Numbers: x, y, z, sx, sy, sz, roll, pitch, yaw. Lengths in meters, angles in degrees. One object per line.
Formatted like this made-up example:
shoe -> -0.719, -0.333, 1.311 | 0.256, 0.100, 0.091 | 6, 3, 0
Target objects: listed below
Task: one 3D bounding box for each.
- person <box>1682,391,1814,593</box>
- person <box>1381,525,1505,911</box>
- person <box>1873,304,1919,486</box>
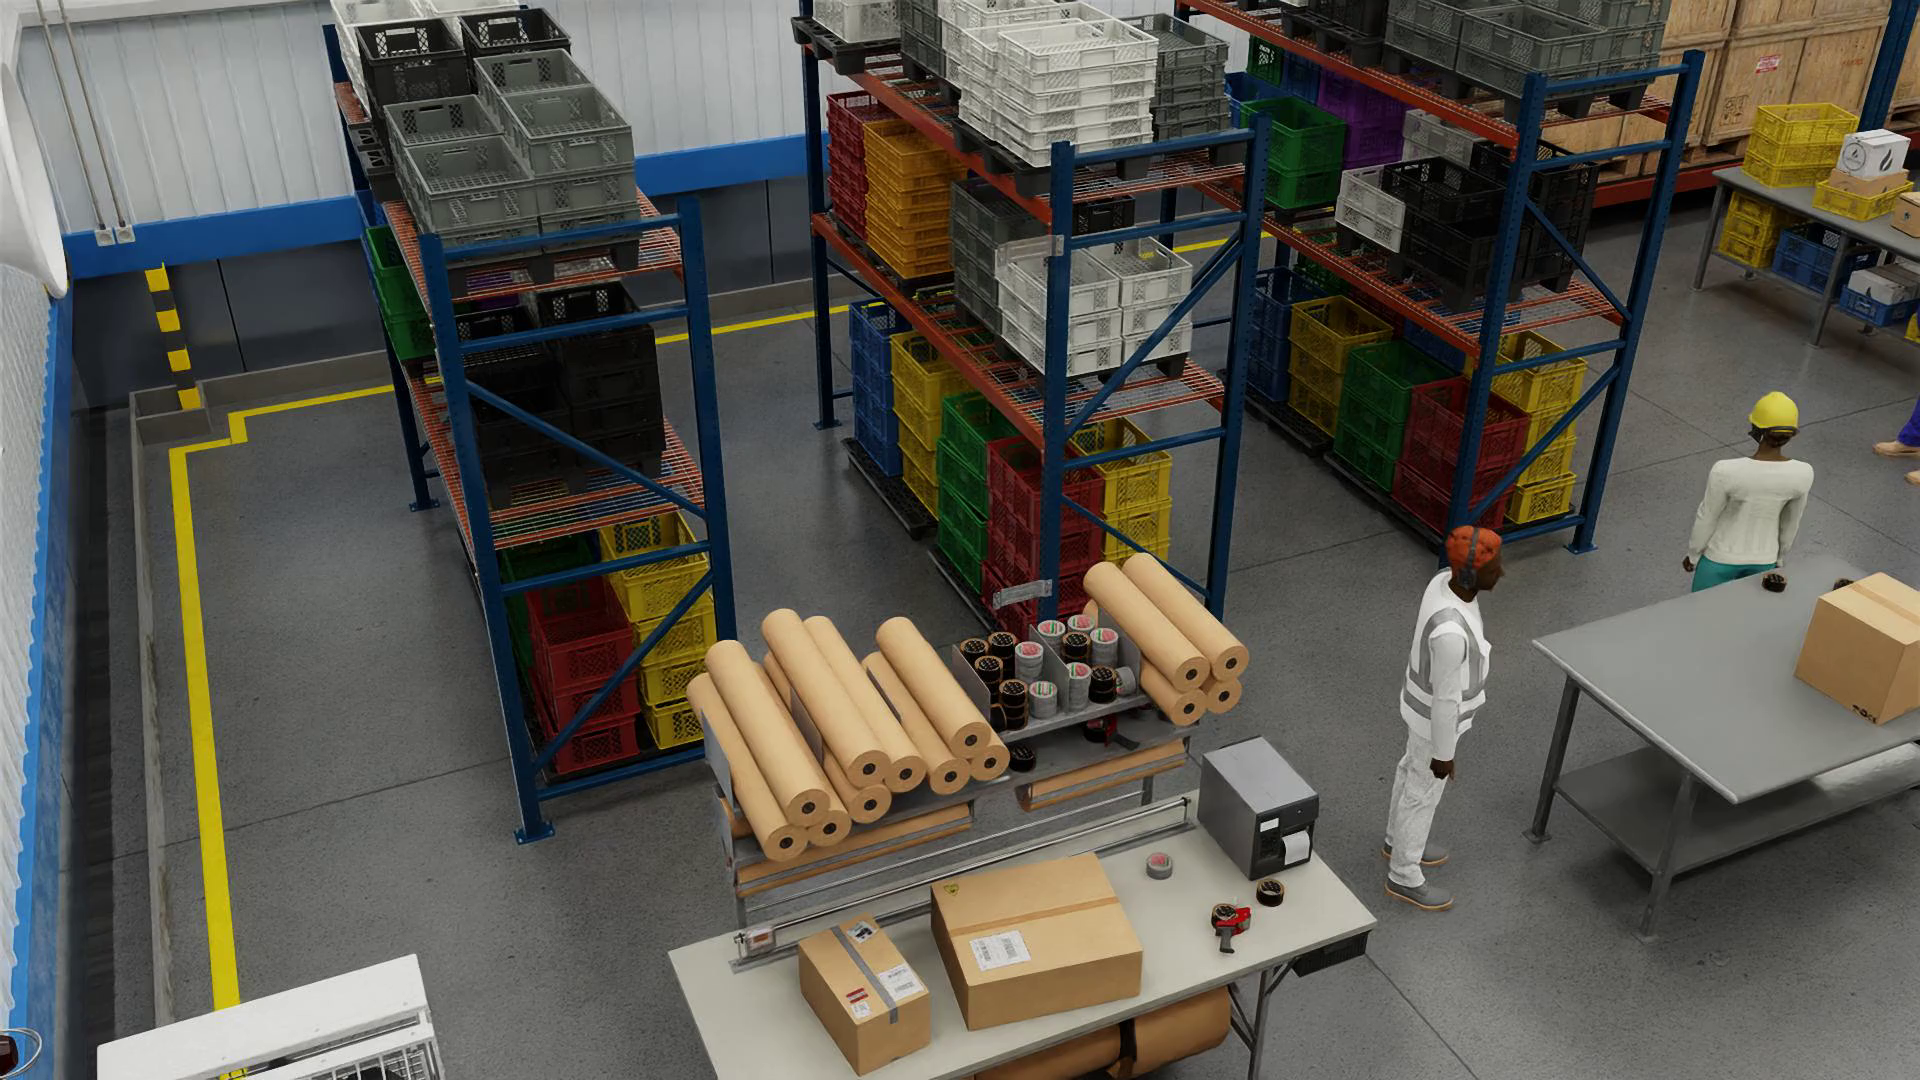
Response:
person -> 3.945, 0.064, 8.447 | 0.516, 1.756, 0.337 | -1, 32, -1
person -> 2.082, 0.761, 7.196 | 0.355, 1.882, 0.574 | 6, 32, 10
person -> 6.271, -1.319, 10.425 | 0.537, 2.000, 0.673 | -1, 32, -1
